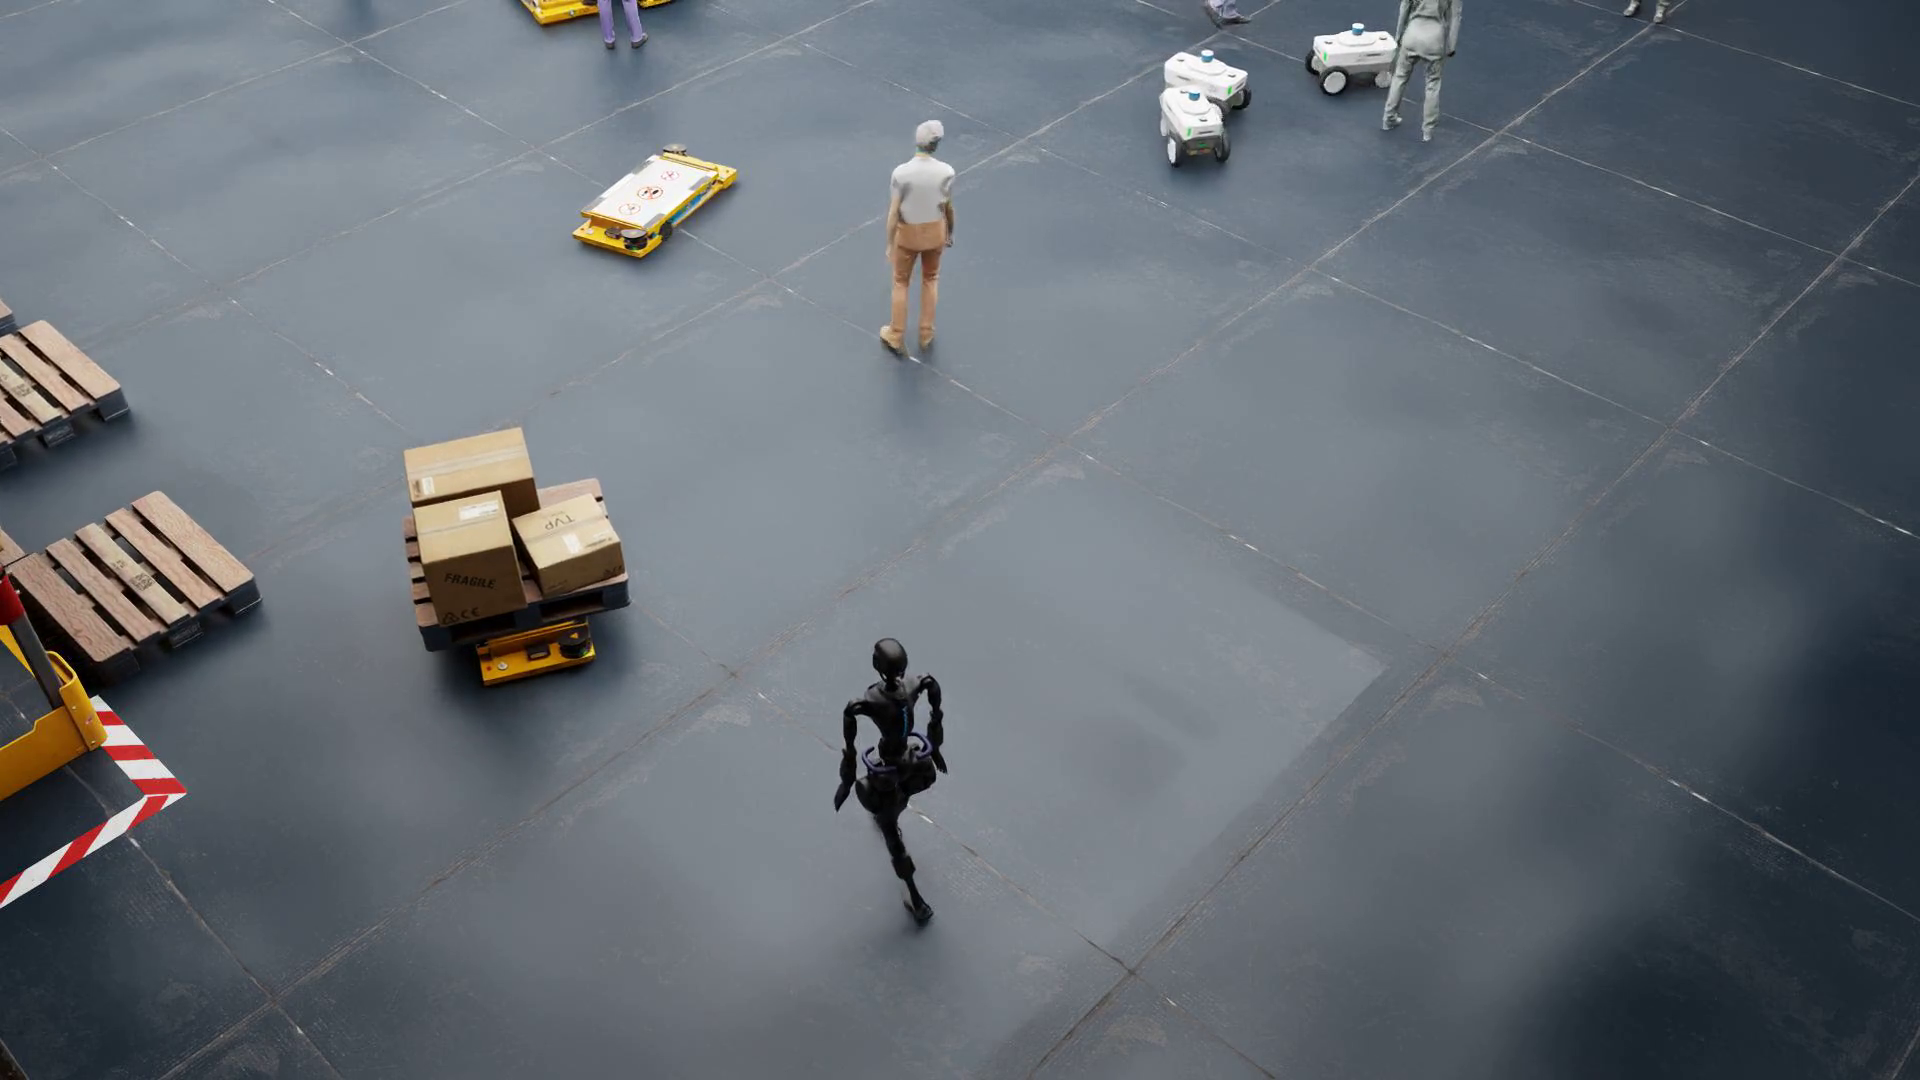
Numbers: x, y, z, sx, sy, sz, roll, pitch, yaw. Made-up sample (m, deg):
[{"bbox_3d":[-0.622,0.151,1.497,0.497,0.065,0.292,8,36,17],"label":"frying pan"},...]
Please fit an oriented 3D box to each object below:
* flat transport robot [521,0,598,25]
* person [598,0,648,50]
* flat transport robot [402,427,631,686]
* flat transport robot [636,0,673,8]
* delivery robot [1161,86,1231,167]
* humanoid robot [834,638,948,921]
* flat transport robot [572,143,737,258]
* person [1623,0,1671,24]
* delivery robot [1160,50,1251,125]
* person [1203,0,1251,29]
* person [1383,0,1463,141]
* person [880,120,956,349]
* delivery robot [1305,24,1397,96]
[{"bbox_3d":[-4.167,-5.605,16.755,0.659,0.231,1.431,-21,46,-22],"label":"flat transport robot"},{"bbox_3d":[-3.245,-5.442,15.394,0.565,1.849,0.390,-1,42,-1],"label":"person"},{"bbox_3d":[-2.692,0.281,10.214,0.659,0.231,1.431,-13,44,-14],"label":"flat transport robot"},{"bbox_3d":[-3.248,-5.847,17.025,0.659,0.231,1.431,-24,47,-24],"label":"flat transport robot"},{"bbox_3d":[1.997,-3.575,14.298,0.499,0.611,0.809,-9,43,-10],"label":"delivery robot"},{"bbox_3d":[-0.332,1.138,8.254,0.614,1.629,0.790,-22,46,-22],"label":"humanoid robot"},{"bbox_3d":[-2.488,-2.791,13.628,0.659,0.231,1.431,19,45,20],"label":"flat transport robot"},{"bbox_3d":[6.797,-5.895,15.911,0.566,1.834,0.404,20,46,21],"label":"person"},{"bbox_3d":[2.177,-4.073,14.828,0.757,0.580,0.499,26,48,26],"label":"delivery robot"},{"bbox_3d":[2.646,-5.725,15.725,0.479,1.822,0.600,3,42,3],"label":"person"},{"bbox_3d":[3.980,-4.270,14.179,0.538,1.727,0.362,16,44,17],"label":"person"},{"bbox_3d":[-0.283,-2.163,11.852,0.534,1.707,0.396,-5,42,-6],"label":"person"},{"bbox_3d":[3.593,-4.429,15.231,0.793,0.590,0.499,-6,42,-7],"label":"delivery robot"}]
